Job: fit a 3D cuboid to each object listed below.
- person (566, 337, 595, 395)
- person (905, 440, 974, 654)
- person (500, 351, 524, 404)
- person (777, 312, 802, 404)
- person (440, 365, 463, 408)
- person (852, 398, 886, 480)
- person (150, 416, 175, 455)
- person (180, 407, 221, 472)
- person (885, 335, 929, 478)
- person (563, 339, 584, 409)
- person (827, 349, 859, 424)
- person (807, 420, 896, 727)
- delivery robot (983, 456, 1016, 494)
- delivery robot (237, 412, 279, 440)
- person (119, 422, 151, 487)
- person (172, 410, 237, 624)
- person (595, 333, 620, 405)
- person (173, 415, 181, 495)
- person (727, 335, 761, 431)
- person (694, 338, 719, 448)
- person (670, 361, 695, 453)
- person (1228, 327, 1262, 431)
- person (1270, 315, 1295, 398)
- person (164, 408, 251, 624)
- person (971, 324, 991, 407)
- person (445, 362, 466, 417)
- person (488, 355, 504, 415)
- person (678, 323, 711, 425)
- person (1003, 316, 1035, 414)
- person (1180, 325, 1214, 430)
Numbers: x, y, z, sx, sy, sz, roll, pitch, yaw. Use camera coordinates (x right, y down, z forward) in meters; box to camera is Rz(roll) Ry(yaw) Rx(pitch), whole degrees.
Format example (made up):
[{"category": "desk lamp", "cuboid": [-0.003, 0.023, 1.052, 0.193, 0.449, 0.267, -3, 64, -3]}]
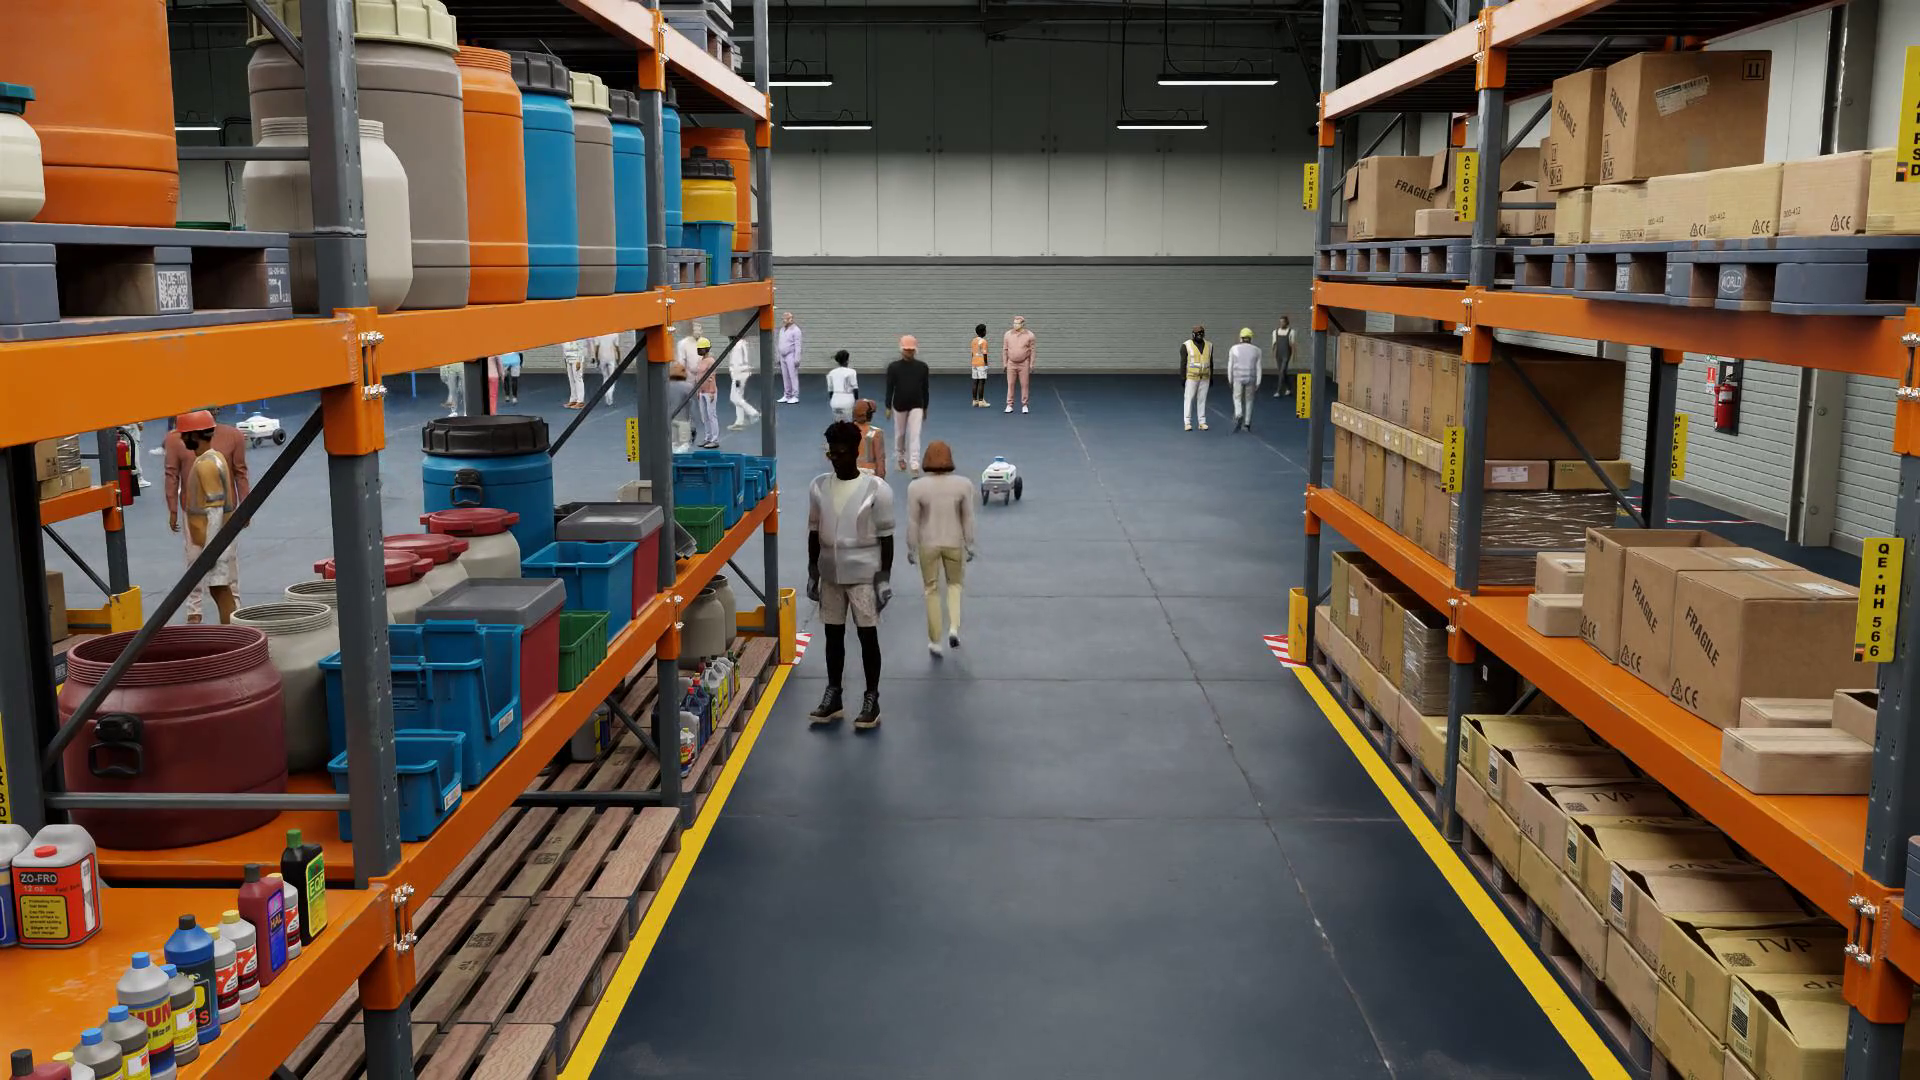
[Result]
[{"category": "person", "cuboid": [-8.362, -4.076, 36.581, 0.607, 1.874, 1.002, 0, 9, 2]}, {"category": "person", "cuboid": [-0.158, 0.050, 12.568, 0.520, 1.620, 0.341, -2, 10, -10]}, {"category": "person", "cuboid": [-9.441, -3.700, 34.897, 0.553, 1.658, 0.796, -3, 10, -18]}, {"category": "person", "cuboid": [-3.619, -3.837, 35.031, 0.403, 1.906, 0.649, -8, 13, -41]}, {"category": "person", "cuboid": [-10.389, -3.682, 34.068, 0.558, 1.917, 0.642, -9, 13, -44]}, {"category": "person", "cuboid": [-0.936, -0.551, 16.142, 0.515, 1.641, 0.315, 7, 12, 36]}, {"category": "person", "cuboid": [-12.001, -2.258, 25.706, 0.987, 1.872, 0.605, -5, 11, -30]}, {"category": "person", "cuboid": [-10.831, -1.988, 23.719, 0.634, 1.982, 1.062, 6, 11, 31]}, {"category": "person", "cuboid": [-0.739, -1.888, 23.232, 0.619, 1.966, 0.972, -1, 10, -7]}, {"category": "person", "cuboid": [-7.829, -3.628, 33.682, 0.401, 1.938, 0.603, -7, 12, -37]}, {"category": "person", "cuboid": [-1.730, -1.969, 24.521, 0.595, 1.666, 0.487, 7, 12, 36]}, {"category": "person", "cuboid": [-0.710, 0.213, 10.590, 0.613, 1.963, 0.362, 4, 10, 24]}, {"category": "delivery robot", "cuboid": [0.491, -0.796, 20.704, 0.477, 0.478, 0.707, 2, 10, 9]}, {"category": "delivery robot", "cuboid": [-11.328, -1.821, 26.841, 0.477, 0.478, 0.707, 3, 10, 15]}, {"category": "person", "cuboid": [-11.005, -1.565, 21.934, 0.483, 1.735, 0.311, 1, 10, 5]}, {"category": "person", "cuboid": [-5.422, -0.006, 11.999, 0.376, 1.934, 0.548, -4, 10, -21]}, {"category": "person", "cuboid": [-7.312, -3.714, 34.463, 0.528, 1.852, 0.601, -1, 10, -4]}, {"category": "person", "cuboid": [-9.808, -1.490, 21.125, 0.517, 1.857, 0.328, 5, 11, 26]}, {"category": "person", "cuboid": [-3.839, -2.870, 29.349, 0.525, 1.870, 0.603, 0, 9, 1]}, {"category": "person", "cuboid": [-4.068, -2.355, 26.602, 0.336, 1.757, 0.517, -7, 12, -37]}, {"category": "person", "cuboid": [-3.835, -1.602, 22.495, 0.506, 1.622, 0.529, 4, 10, 21]}, {"category": "person", "cuboid": [5.013, -2.823, 29.235, 0.612, 1.813, 0.512, 1, 10, 5]}, {"category": "person", "cuboid": [7.156, -4.061, 36.708, 0.514, 1.810, 0.933, 6, 11, 34]}, {"category": "person", "cuboid": [-6.050, -0.269, 13.396, 0.623, 1.992, 0.396, -5, 11, -25]}, {"category": "person", "cuboid": [0.425, -3.578, 34.104, 0.315, 1.695, 0.541, -5, 11, -28]}, {"category": "person", "cuboid": [-9.603, -3.170, 31.842, 0.500, 1.636, 0.286, 0, 9, 0]}, {"category": "person", "cuboid": [-8.556, -2.920, 30.126, 0.543, 1.712, 0.937, -2, 10, -12]}, {"category": "person", "cuboid": [-4.879, -3.064, 30.579, 0.649, 1.867, 0.958, -4, 10, -22]}, {"category": "person", "cuboid": [1.151, -3.446, 32.703, 0.640, 1.904, 0.401, 2, 10, 12]}, {"category": "person", "cuboid": [4.203, -2.868, 29.419, 0.636, 1.842, 0.429, -3, 10, -16]}]
